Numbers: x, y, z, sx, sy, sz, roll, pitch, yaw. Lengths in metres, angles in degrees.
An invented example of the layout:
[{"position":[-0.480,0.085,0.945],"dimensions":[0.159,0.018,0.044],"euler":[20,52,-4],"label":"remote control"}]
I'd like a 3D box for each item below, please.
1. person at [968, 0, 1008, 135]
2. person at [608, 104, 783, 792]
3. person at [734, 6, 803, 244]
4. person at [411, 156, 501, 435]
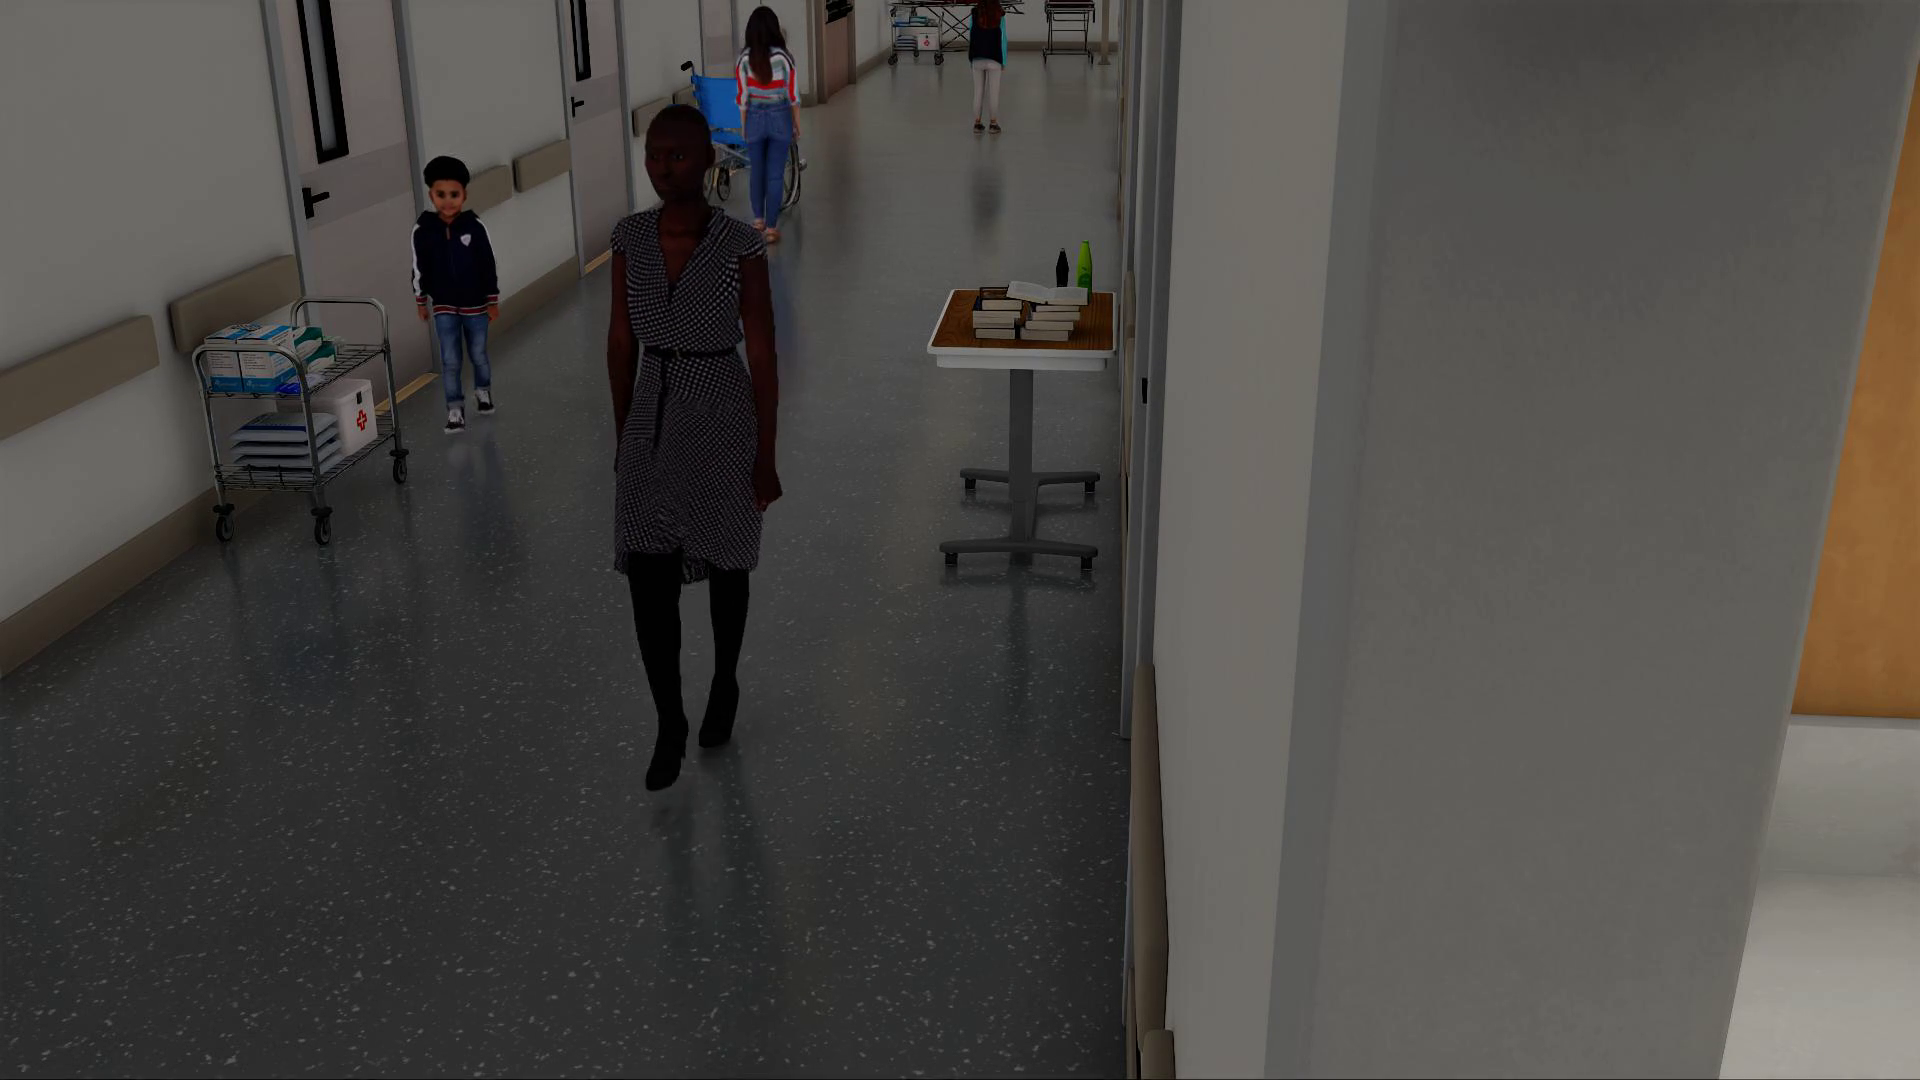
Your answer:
[{"position":[0.279,-5.081,17.585],"dimensions":[0.597,1.498,0.616],"euler":[5,21,14],"label":"person"},{"position":[-0.675,-0.257,4.463],"dimensions":[0.673,1.771,0.776],"euler":[3,21,8],"label":"person"},{"position":[-1.352,-2.889,11.649],"dimensions":[0.600,1.602,0.578],"euler":[2,21,6],"label":"person"},{"position":[-2.253,-1.112,7.526],"dimensions":[0.661,1.199,0.838],"euler":[-4,21,-10],"label":"person"}]
